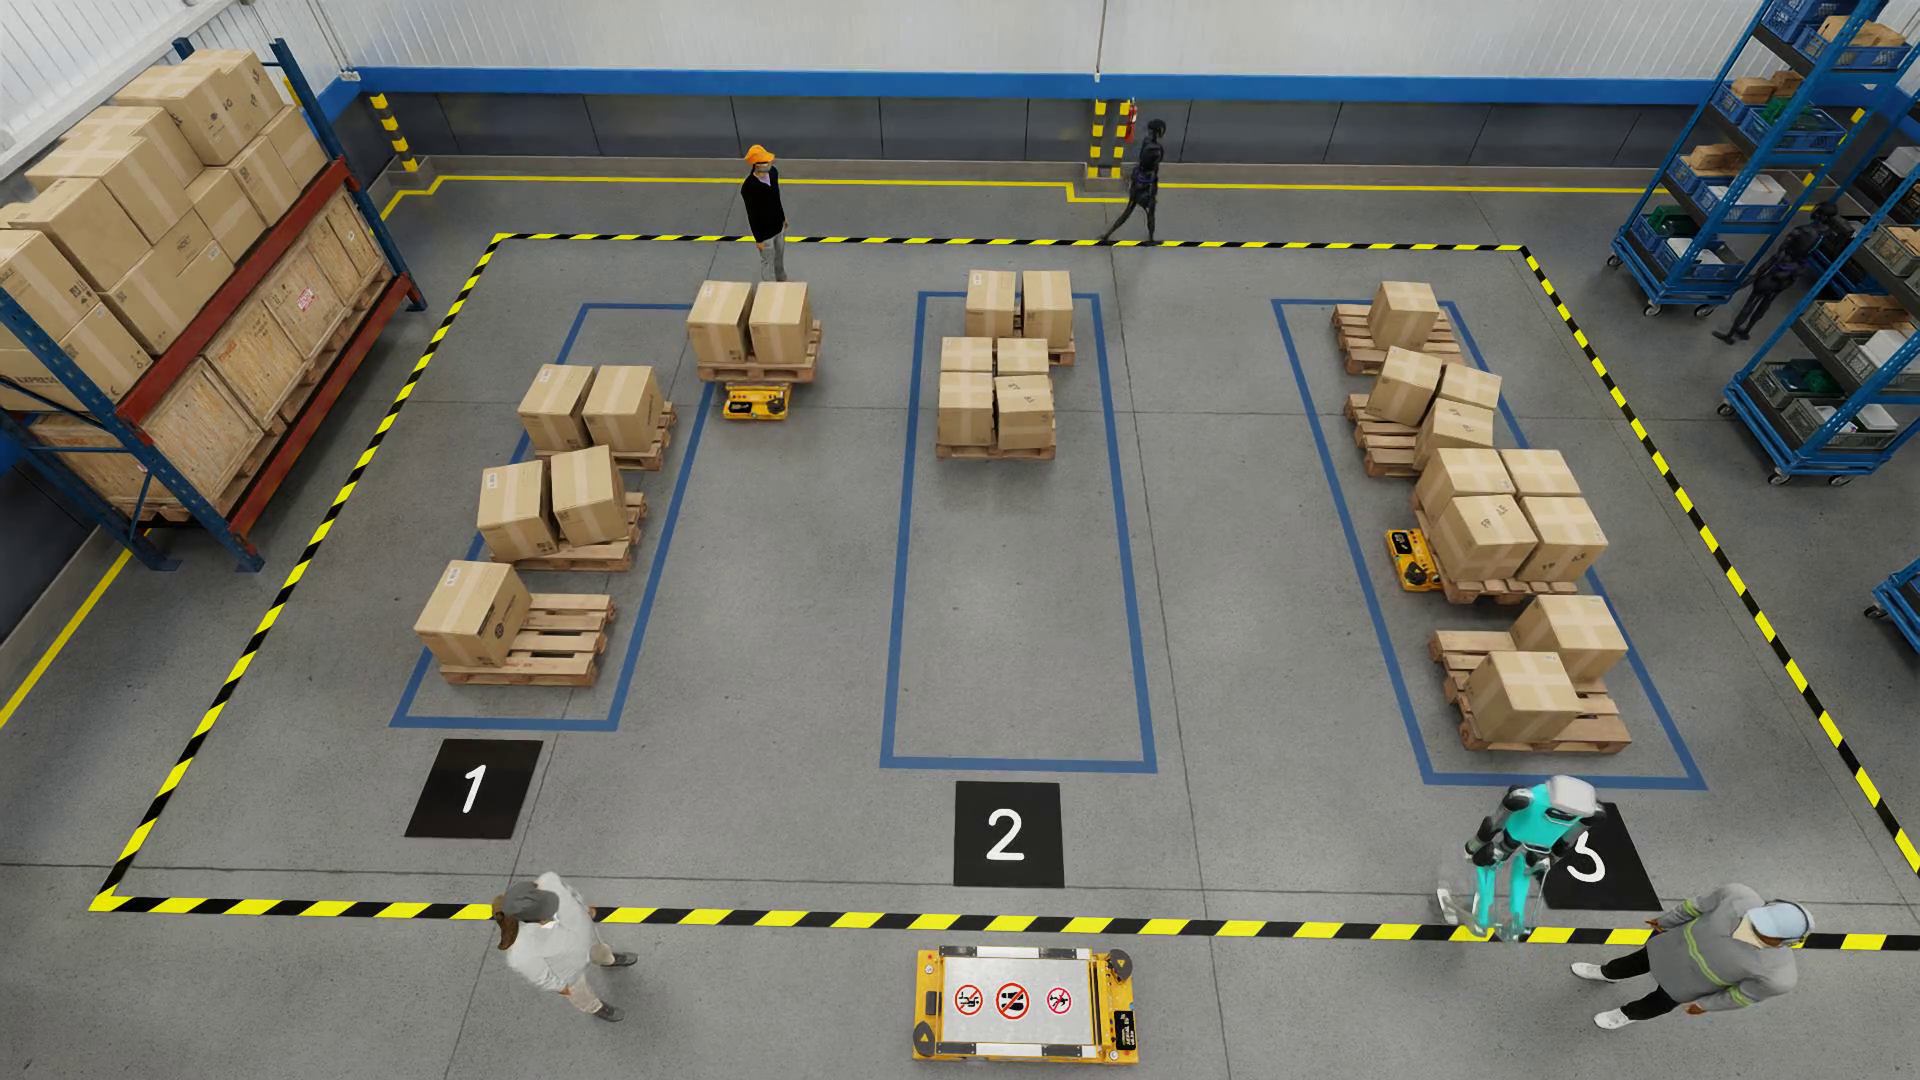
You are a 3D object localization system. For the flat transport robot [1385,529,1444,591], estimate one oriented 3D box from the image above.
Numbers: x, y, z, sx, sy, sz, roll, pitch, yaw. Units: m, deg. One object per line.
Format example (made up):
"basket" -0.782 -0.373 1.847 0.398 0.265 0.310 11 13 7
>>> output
"flat transport robot" 4.704 0.155 8.341 1.431 0.197 0.652 1 51 1

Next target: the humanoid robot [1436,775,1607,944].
"humanoid robot" 3.474 2.123 5.721 0.533 1.677 0.735 10 52 8

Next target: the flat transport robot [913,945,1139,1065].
"flat transport robot" 0.422 3.041 6.007 1.431 0.231 0.659 1 51 1

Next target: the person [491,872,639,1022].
"person" -2.380 2.450 5.521 0.399 1.766 0.560 2 51 2

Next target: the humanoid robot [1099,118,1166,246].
"humanoid robot" 2.188 -4.306 11.137 0.822 1.641 0.602 -7 51 -6

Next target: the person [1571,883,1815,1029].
"person" 4.326 2.494 5.431 0.369 1.853 0.588 -1 51 -1

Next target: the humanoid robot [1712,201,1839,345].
"humanoid robot" 8.840 -2.880 9.915 0.599 1.657 0.315 -11 52 -9

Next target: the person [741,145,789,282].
"person" -2.140 -3.522 10.315 0.351 1.883 0.590 19 53 15

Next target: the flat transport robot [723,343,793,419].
"flat transport robot" -2.139 -1.880 10.000 0.652 0.197 1.431 1 51 1
